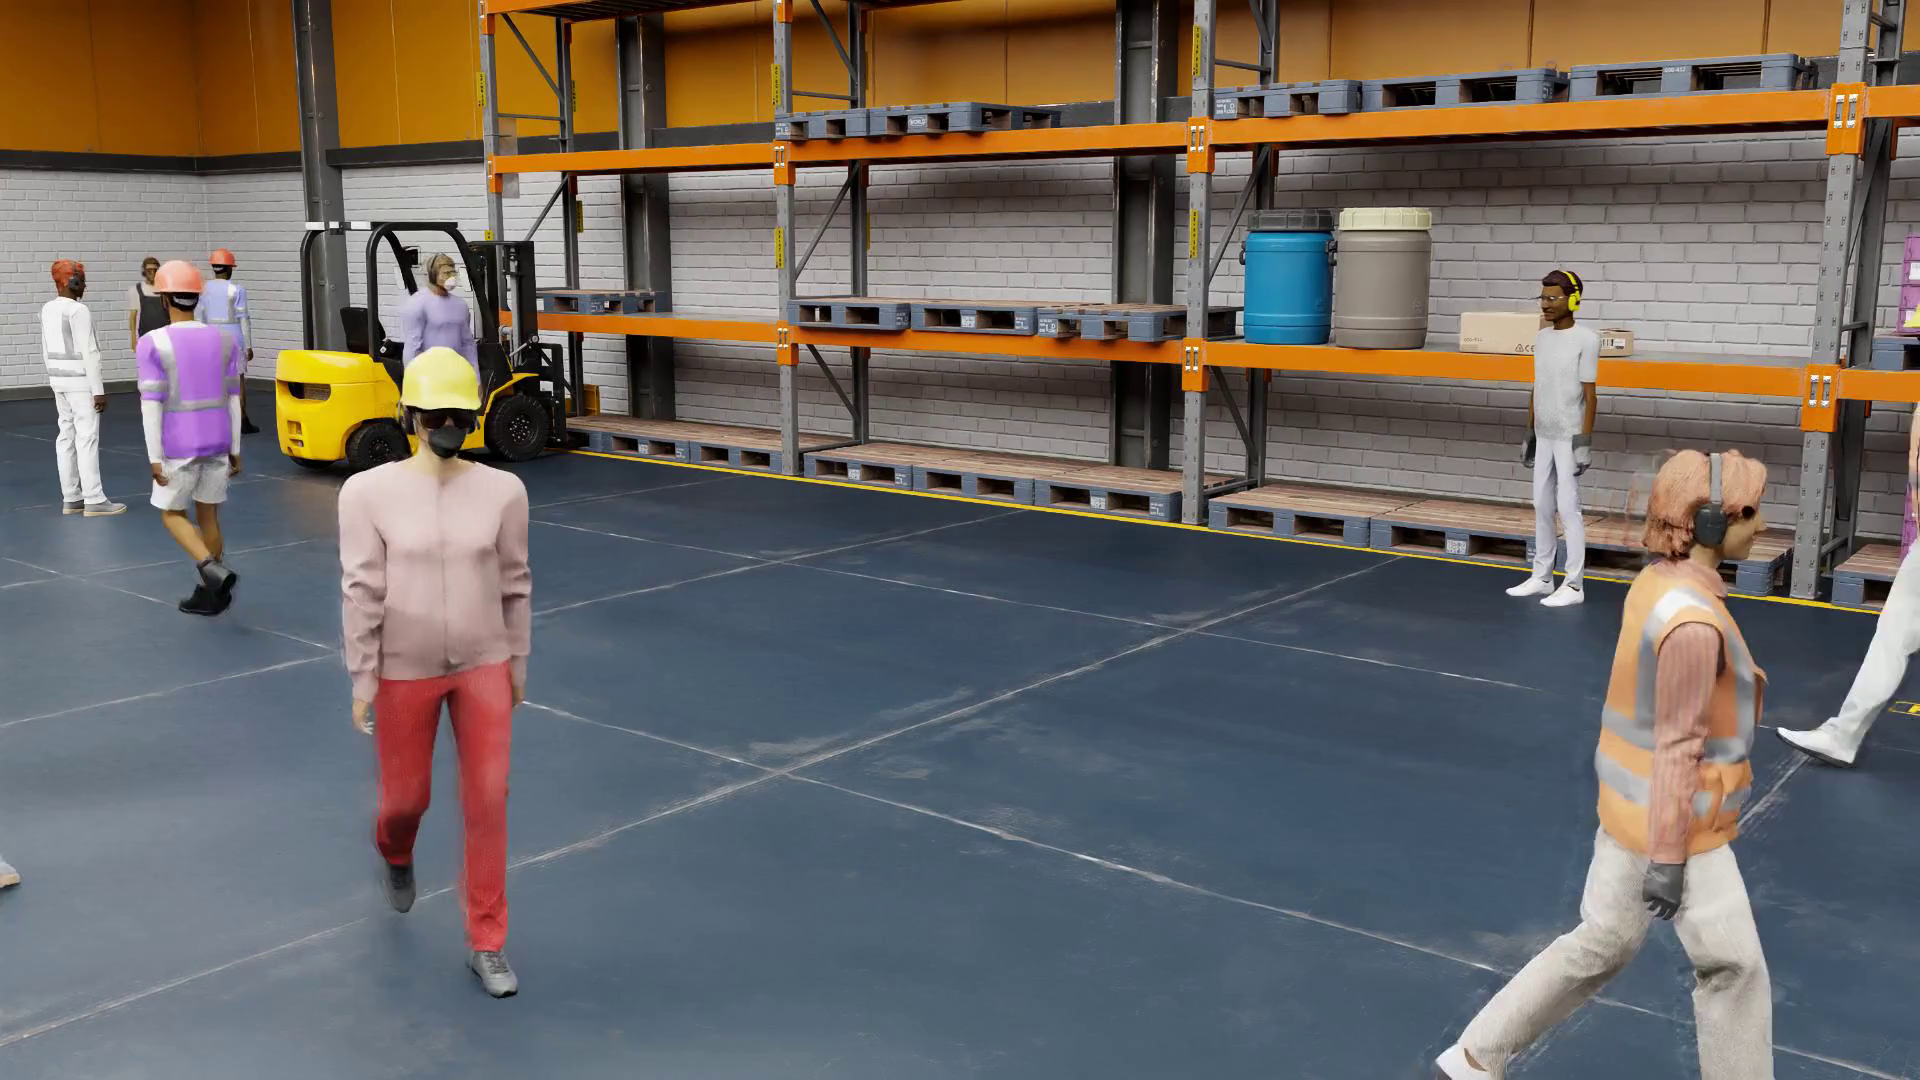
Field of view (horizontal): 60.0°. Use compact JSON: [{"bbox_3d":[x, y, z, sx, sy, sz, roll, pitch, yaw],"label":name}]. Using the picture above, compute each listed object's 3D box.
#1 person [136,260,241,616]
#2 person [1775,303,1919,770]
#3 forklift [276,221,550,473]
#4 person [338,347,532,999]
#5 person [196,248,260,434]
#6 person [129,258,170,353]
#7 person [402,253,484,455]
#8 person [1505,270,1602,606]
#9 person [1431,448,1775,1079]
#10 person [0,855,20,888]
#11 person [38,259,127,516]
[{"bbox_3d":[-4.022,-0.509,8.787,0.622,1.921,0.550,8,13,38],"label":"person"},{"bbox_3d":[3.639,-0.014,6.144,0.970,1.882,0.609,1,10,7],"label":"person"},{"bbox_3d":[-4.922,-1.741,14.854,1.214,2.155,2.313,8,13,38],"label":"forklift"},{"bbox_3d":[-1.444,0.332,4.598,0.529,1.745,0.700,-6,12,-30],"label":"person"},{"bbox_3d":[-7.647,-2.066,17.370,0.551,1.932,0.378,1,10,4],"label":"person"},{"bbox_3d":[-9.160,-2.294,18.971,0.539,1.809,0.885,-5,11,-26],"label":"person"},{"bbox_3d":[-3.842,-1.197,12.590,0.625,1.919,0.661,4,11,20],"label":"person"},{"bbox_3d":[3.328,-0.563,9.262,0.317,1.860,0.515,-4,11,-20],"label":"person"},{"bbox_3d":[1.459,0.594,3.564,0.806,1.611,0.523,2,10,13],"label":"person"},{"bbox_3d":[-3.428,0.167,5.274,0.992,1.837,0.584,7,12,33],"label":"person"},{"bbox_3d":[-6.487,-1.113,12.236,0.575,1.884,0.355,6,12,31],"label":"person"}]
